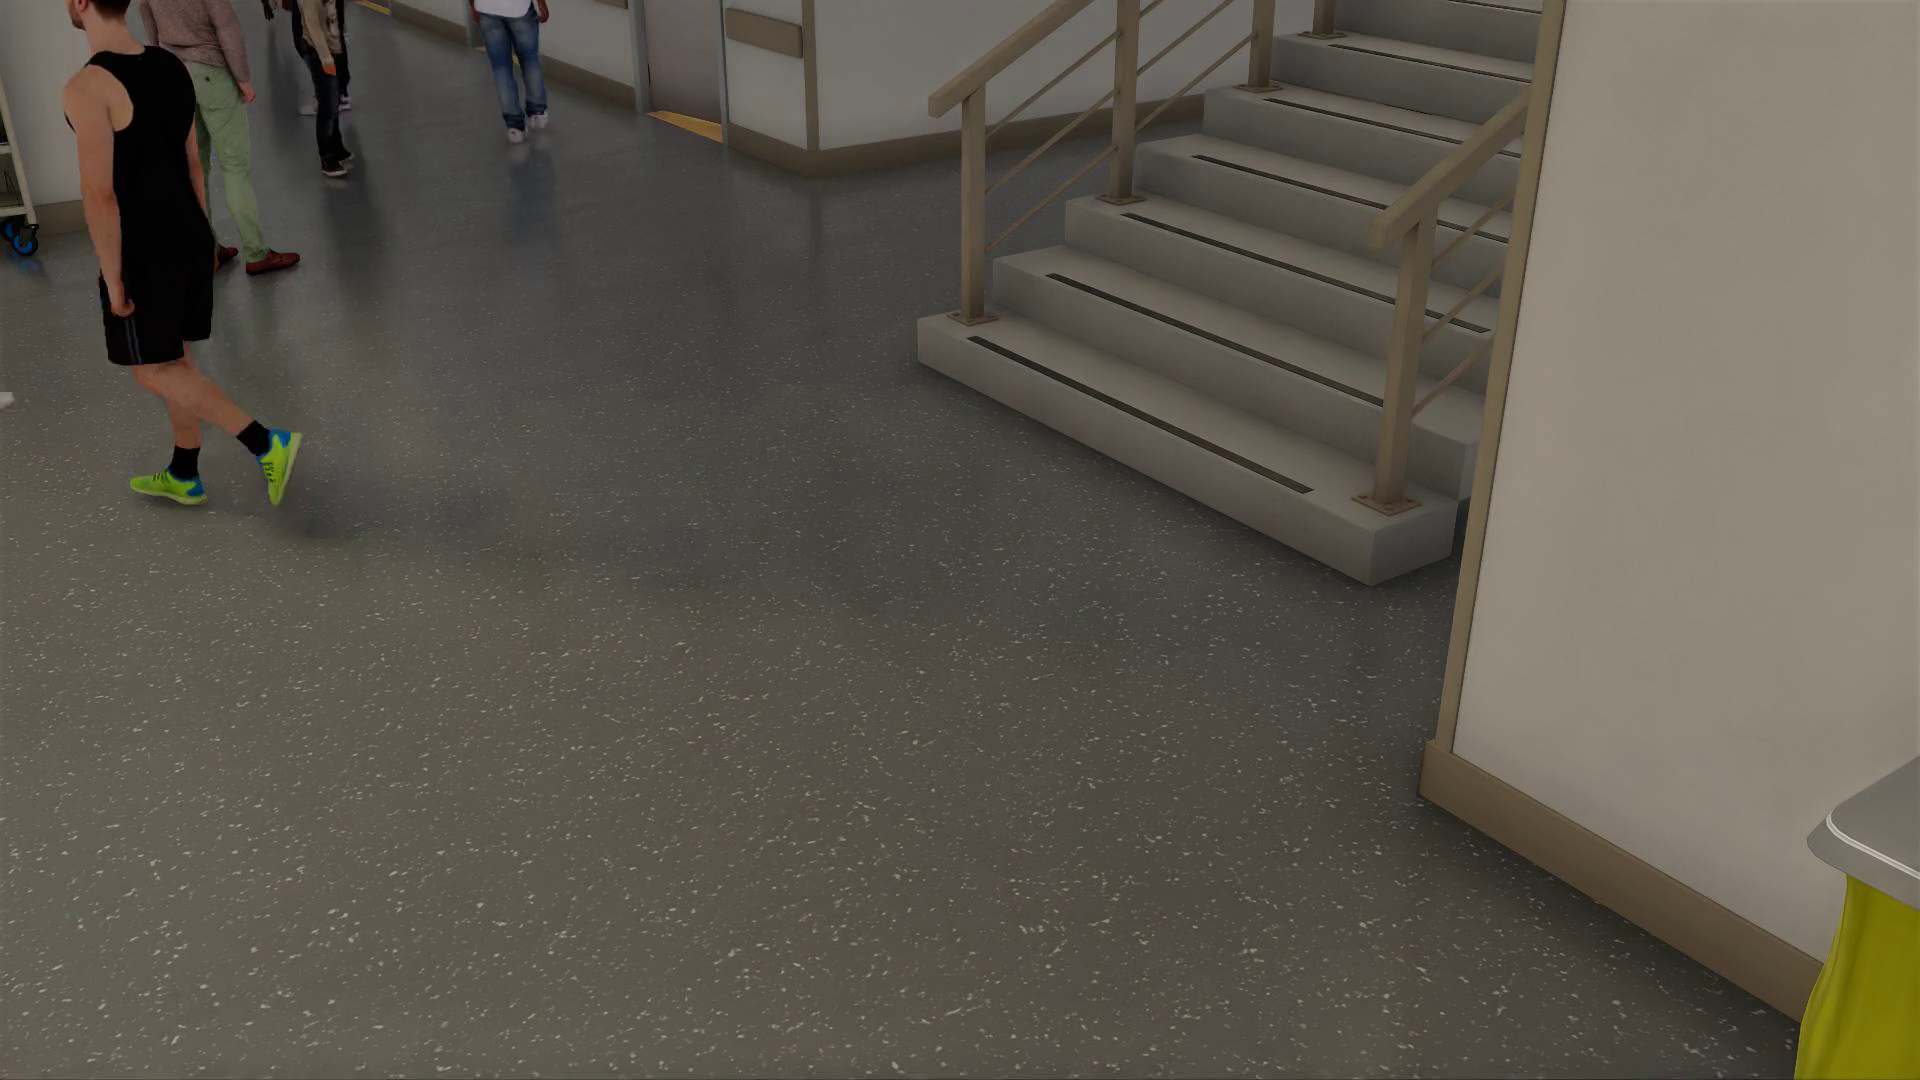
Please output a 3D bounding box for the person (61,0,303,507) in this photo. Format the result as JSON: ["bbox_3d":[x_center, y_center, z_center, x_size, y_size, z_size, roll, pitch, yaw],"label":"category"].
[{"bbox_3d":[-2.574,-0.945,5.446,1.103,1.875,1.074,7,27,14],"label":"person"}]

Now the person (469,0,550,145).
[{"bbox_3d":[-2.997,-3.485,10.847,1.011,1.759,1.003,-3,26,-5],"label":"person"}]

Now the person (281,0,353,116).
[{"bbox_3d":[-4.540,-3.958,11.768,0.858,1.809,0.709,22,33,37],"label":"person"}]

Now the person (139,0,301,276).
[{"bbox_3d":[-3.709,-2.241,8.132,0.771,1.876,0.808,8,27,15],"label":"person"}]

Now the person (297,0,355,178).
[{"bbox_3d":[-3.913,-2.991,10.182,0.702,1.445,0.760,-7,27,-15],"label":"person"}]
